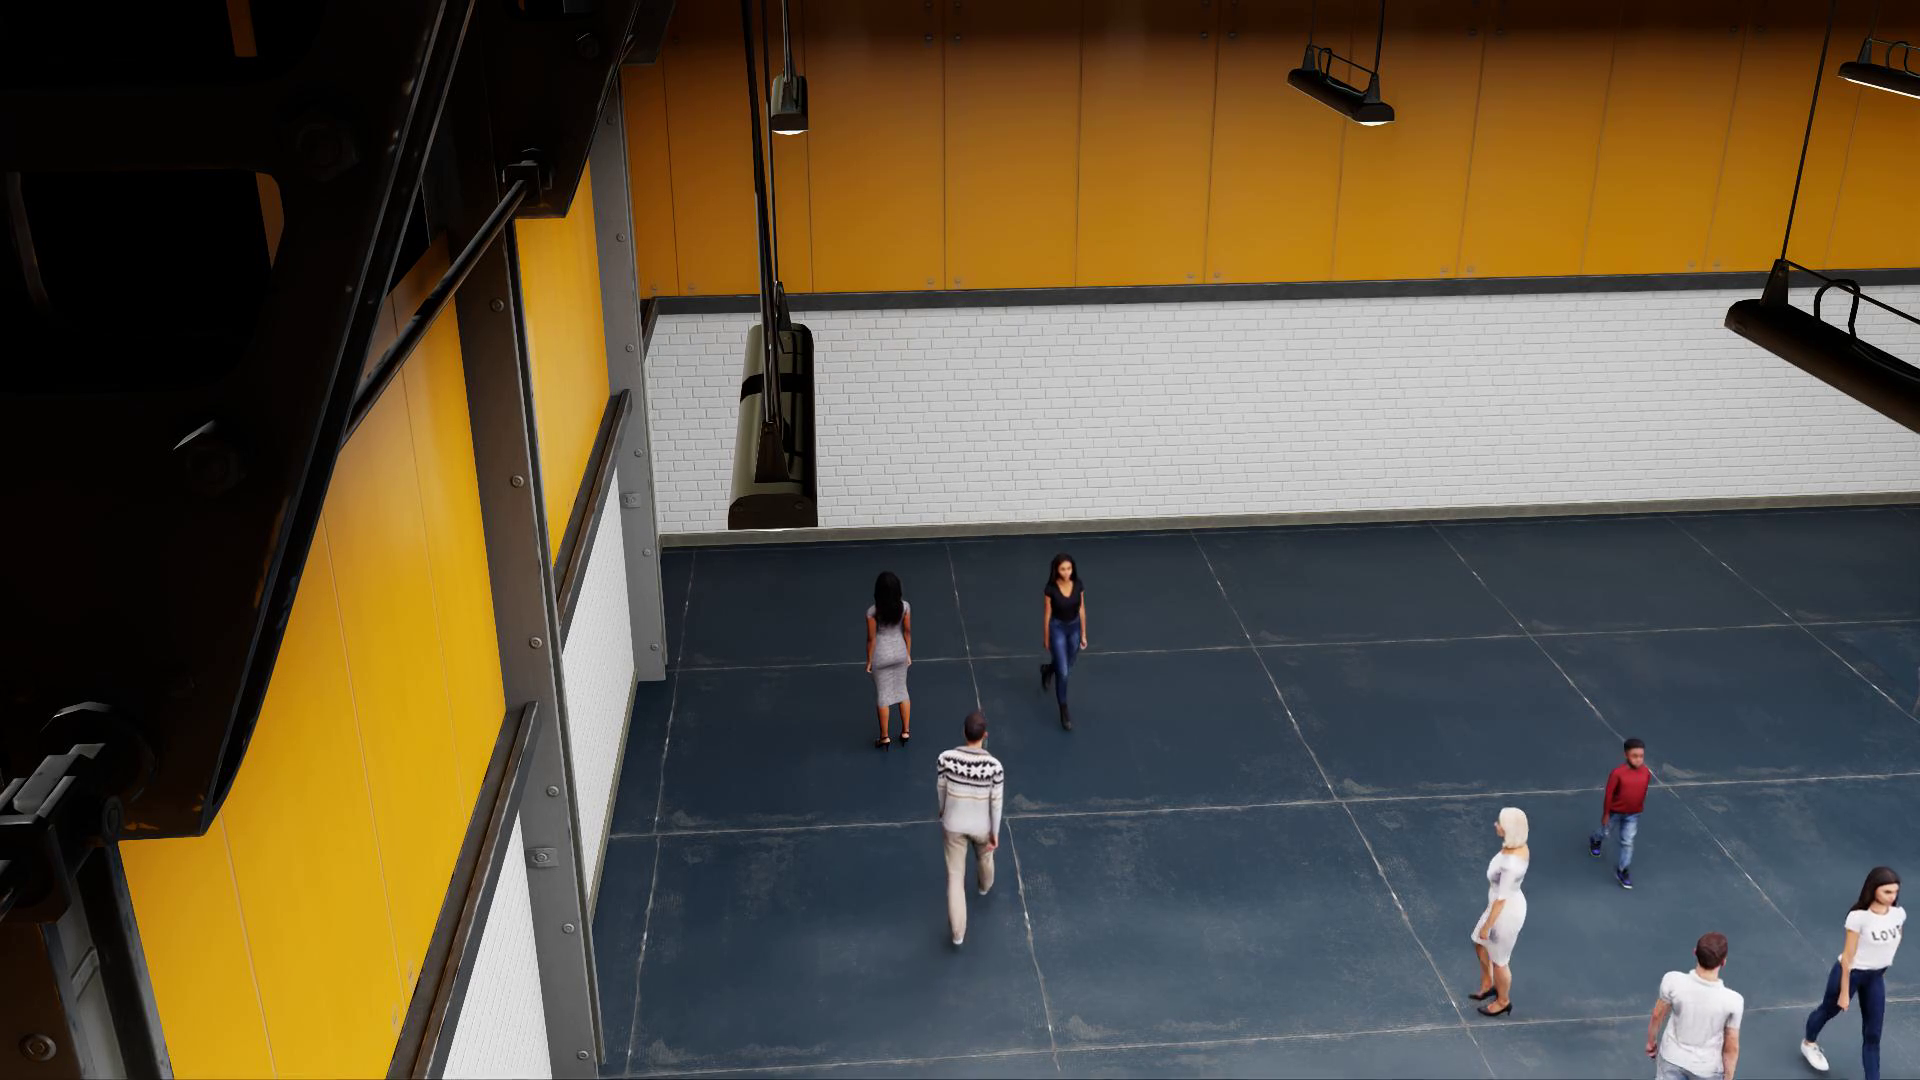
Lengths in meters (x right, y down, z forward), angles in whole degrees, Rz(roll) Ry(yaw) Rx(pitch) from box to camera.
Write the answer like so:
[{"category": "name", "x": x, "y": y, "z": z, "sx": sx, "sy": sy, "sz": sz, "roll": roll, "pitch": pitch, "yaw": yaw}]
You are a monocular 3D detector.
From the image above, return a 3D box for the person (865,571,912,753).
[{"category": "person", "x": -0.651, "y": 1.109, "z": 15.291, "sx": 0.648, "sy": 1.781, "sz": 0.626, "roll": -9, "pitch": 25, "yaw": -20}]

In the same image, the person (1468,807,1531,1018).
[{"category": "person", "x": 3.944, "y": 2.668, "z": 11.783, "sx": 0.739, "sy": 1.733, "sz": 0.648, "roll": 9, "pitch": 25, "yaw": 19}]

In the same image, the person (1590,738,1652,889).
[{"category": "person", "x": 5.375, "y": 2.161, "z": 13.562, "sx": 0.549, "sy": 1.238, "sz": 0.843, "roll": 0, "pitch": 24, "yaw": 0}]

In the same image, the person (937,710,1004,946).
[{"category": "person", "x": 0.046, "y": 2.234, "z": 12.690, "sx": 0.808, "sy": 1.802, "sz": 1.251, "roll": 2, "pitch": 24, "yaw": 4}]

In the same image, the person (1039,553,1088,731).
[{"category": "person", "x": 0.964, "y": 0.888, "z": 15.883, "sx": 0.768, "sy": 1.711, "sz": 1.138, "roll": -9, "pitch": 25, "yaw": -19}]

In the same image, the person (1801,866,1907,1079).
[{"category": "person", "x": 5.968, "y": 2.924, "z": 11.208, "sx": 0.688, "sy": 1.725, "sz": 1.114, "roll": -5, "pitch": 24, "yaw": -11}]

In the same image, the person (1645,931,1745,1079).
[{"category": "person", "x": 4.483, "y": 3.284, "z": 10.256, "sx": 0.994, "sy": 1.827, "sz": 1.082, "roll": 14, "pitch": 27, "yaw": 29}]
